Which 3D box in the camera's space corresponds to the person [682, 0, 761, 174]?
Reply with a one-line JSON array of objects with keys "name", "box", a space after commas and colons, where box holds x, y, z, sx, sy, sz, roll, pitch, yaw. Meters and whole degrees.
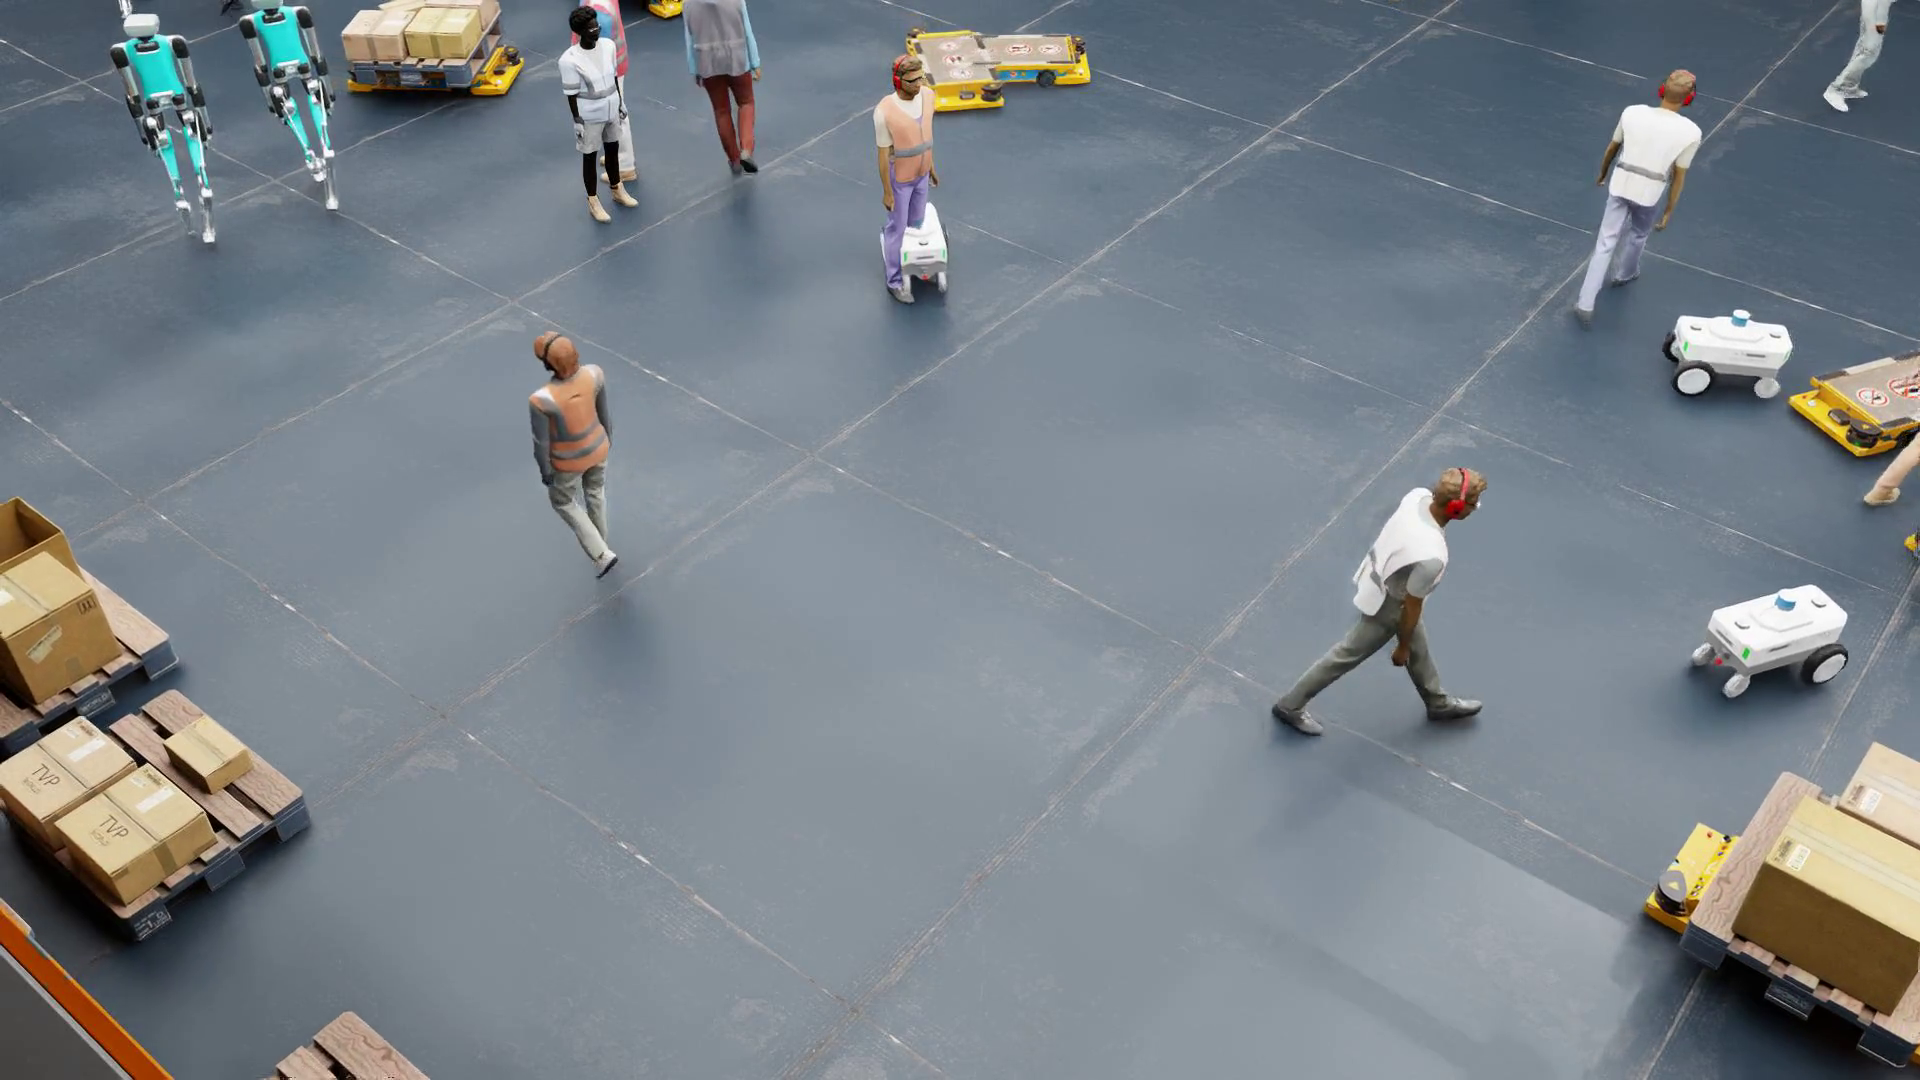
[{"name": "person", "box": [-1.878, -3.765, 13.279, 0.563, 1.855, 0.507, -5, 41, -6]}]

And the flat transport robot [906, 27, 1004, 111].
[{"name": "flat transport robot", "box": [-0.058, -4.302, 15.138, 0.659, 0.231, 1.431, -7, 41, -8]}]

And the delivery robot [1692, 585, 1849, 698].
[{"name": "delivery robot", "box": [4.509, 0.523, 9.236, 0.777, 0.587, 0.499, -13, 42, -15]}]

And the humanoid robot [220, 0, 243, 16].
[{"name": "humanoid robot", "box": [-7.149, -5.844, 15.869, 0.589, 1.645, 0.465, -31, 49, -31]}]

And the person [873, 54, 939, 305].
[{"name": "person", "box": [-0.381, -2.606, 11.926, 0.390, 1.846, 0.564, 27, 47, 28]}]

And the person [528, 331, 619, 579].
[{"name": "person", "box": [-2.181, -0.474, 9.587, 0.498, 1.630, 0.528, 33, 50, 33]}]

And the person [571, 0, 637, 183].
[{"name": "person", "box": [-2.861, -3.765, 13.305, 0.431, 1.838, 0.628, -7, 41, -8]}]

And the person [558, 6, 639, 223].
[{"name": "person", "box": [-2.800, -3.301, 12.857, 0.318, 1.697, 0.534, 27, 47, 28]}]

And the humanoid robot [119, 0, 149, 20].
[{"name": "humanoid robot", "box": [-8.191, -5.986, 16.002, 0.558, 1.779, 0.889, -9, 41, -10]}]

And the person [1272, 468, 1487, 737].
[{"name": "person", "box": [2.242, 0.335, 8.556, 1.137, 1.738, 0.580, 6, 41, 7]}]

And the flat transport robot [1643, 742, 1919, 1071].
[{"name": "flat transport robot", "box": [4.069, 1.885, 7.860, 1.431, 0.231, 0.659, 29, 48, 30]}]

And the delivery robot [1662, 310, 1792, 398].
[{"name": "delivery robot", "box": [5.263, -1.298, 11.378, 0.769, 0.587, 0.499, 7, 41, 8]}]

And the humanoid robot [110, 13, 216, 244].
[{"name": "humanoid robot", "box": [-5.858, -2.960, 12.446, 0.530, 1.786, 0.804, -14, 42, -16]}]

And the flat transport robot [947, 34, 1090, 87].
[{"name": "flat transport robot", "box": [0.456, -4.392, 15.245, 1.431, 0.231, 0.659, -1, 40, -1]}]

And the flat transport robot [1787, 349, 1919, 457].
[{"name": "flat transport robot", "box": [6.390, -0.952, 11.198, 1.431, 0.231, 0.659, -14, 42, -16]}]

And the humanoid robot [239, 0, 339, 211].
[{"name": "humanoid robot", "box": [-5.122, -3.348, 12.900, 0.557, 1.734, 1.046, -12, 42, -14]}]

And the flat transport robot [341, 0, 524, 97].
[{"name": "flat transport robot", "box": [-4.761, -4.281, 15.114, 1.431, 0.231, 0.659, 3, 40, 3]}]

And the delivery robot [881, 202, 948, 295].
[{"name": "delivery robot", "box": [-0.312, -2.228, 12.477, 0.499, 0.592, 0.795, -6, 41, -7]}]

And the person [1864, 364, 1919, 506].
[{"name": "person", "box": [6.140, -0.969, 10.118, 0.974, 1.677, 0.498, -12, 42, -14]}]

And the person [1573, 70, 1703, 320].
[{"name": "person", "box": [4.781, -2.452, 11.798, 0.654, 1.781, 0.984, 23, 46, 25]}]

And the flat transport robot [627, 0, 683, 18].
[{"name": "flat transport robot", "box": [-3.078, -5.604, 16.670, 0.659, 0.231, 1.431, -29, 48, -30]}]

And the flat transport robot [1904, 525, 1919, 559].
[{"name": "flat transport robot", "box": [6.376, 0.288, 9.740, 0.659, 0.231, 1.431, -18, 44, -20]}]

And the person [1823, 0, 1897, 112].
[{"name": "person", "box": [7.903, -4.553, 14.310, 0.315, 1.716, 0.588, 15, 43, 17]}]
